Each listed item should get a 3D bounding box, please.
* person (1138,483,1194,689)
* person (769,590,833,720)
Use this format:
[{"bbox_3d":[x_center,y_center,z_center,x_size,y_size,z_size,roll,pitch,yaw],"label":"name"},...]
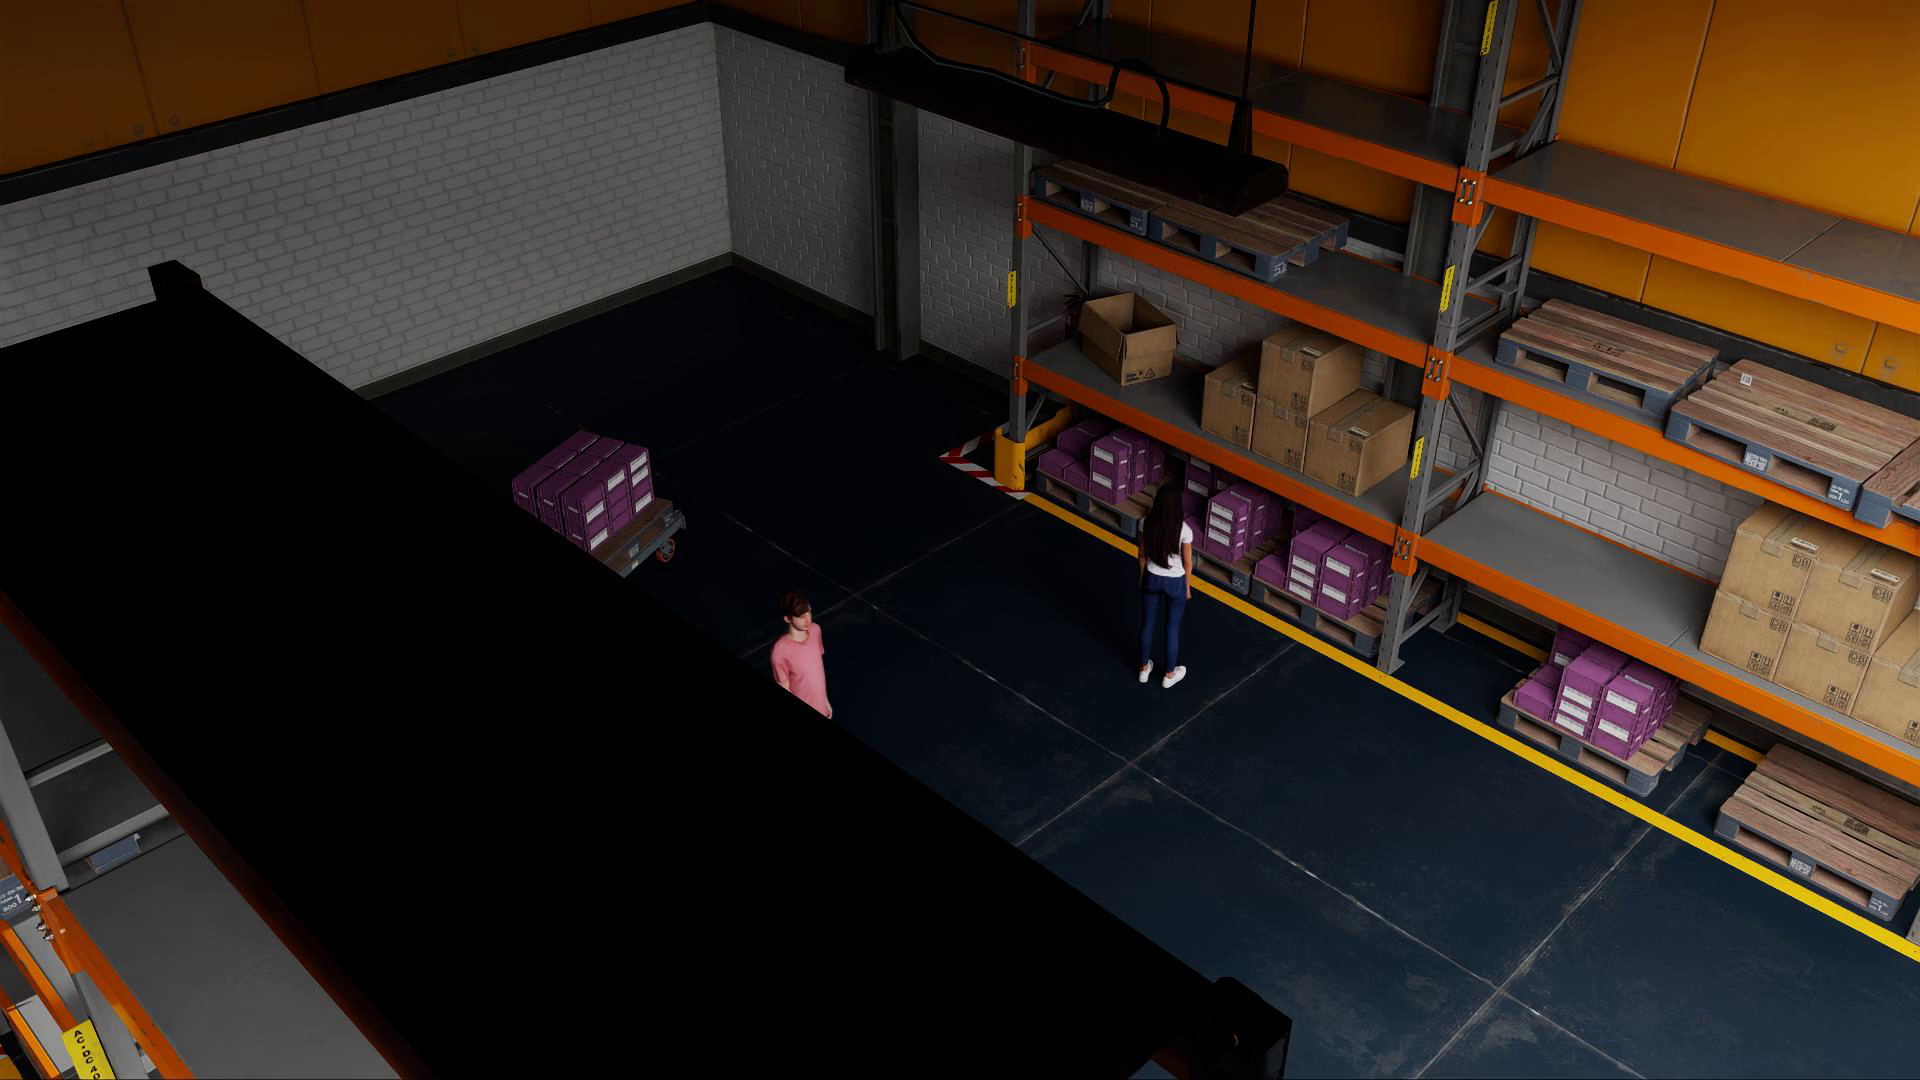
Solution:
[{"bbox_3d":[1.529,0.340,12.484,0.554,1.774,0.704,17,37,23],"label":"person"},{"bbox_3d":[-1.062,1.155,11.091,0.626,1.959,0.670,19,38,26],"label":"person"}]
